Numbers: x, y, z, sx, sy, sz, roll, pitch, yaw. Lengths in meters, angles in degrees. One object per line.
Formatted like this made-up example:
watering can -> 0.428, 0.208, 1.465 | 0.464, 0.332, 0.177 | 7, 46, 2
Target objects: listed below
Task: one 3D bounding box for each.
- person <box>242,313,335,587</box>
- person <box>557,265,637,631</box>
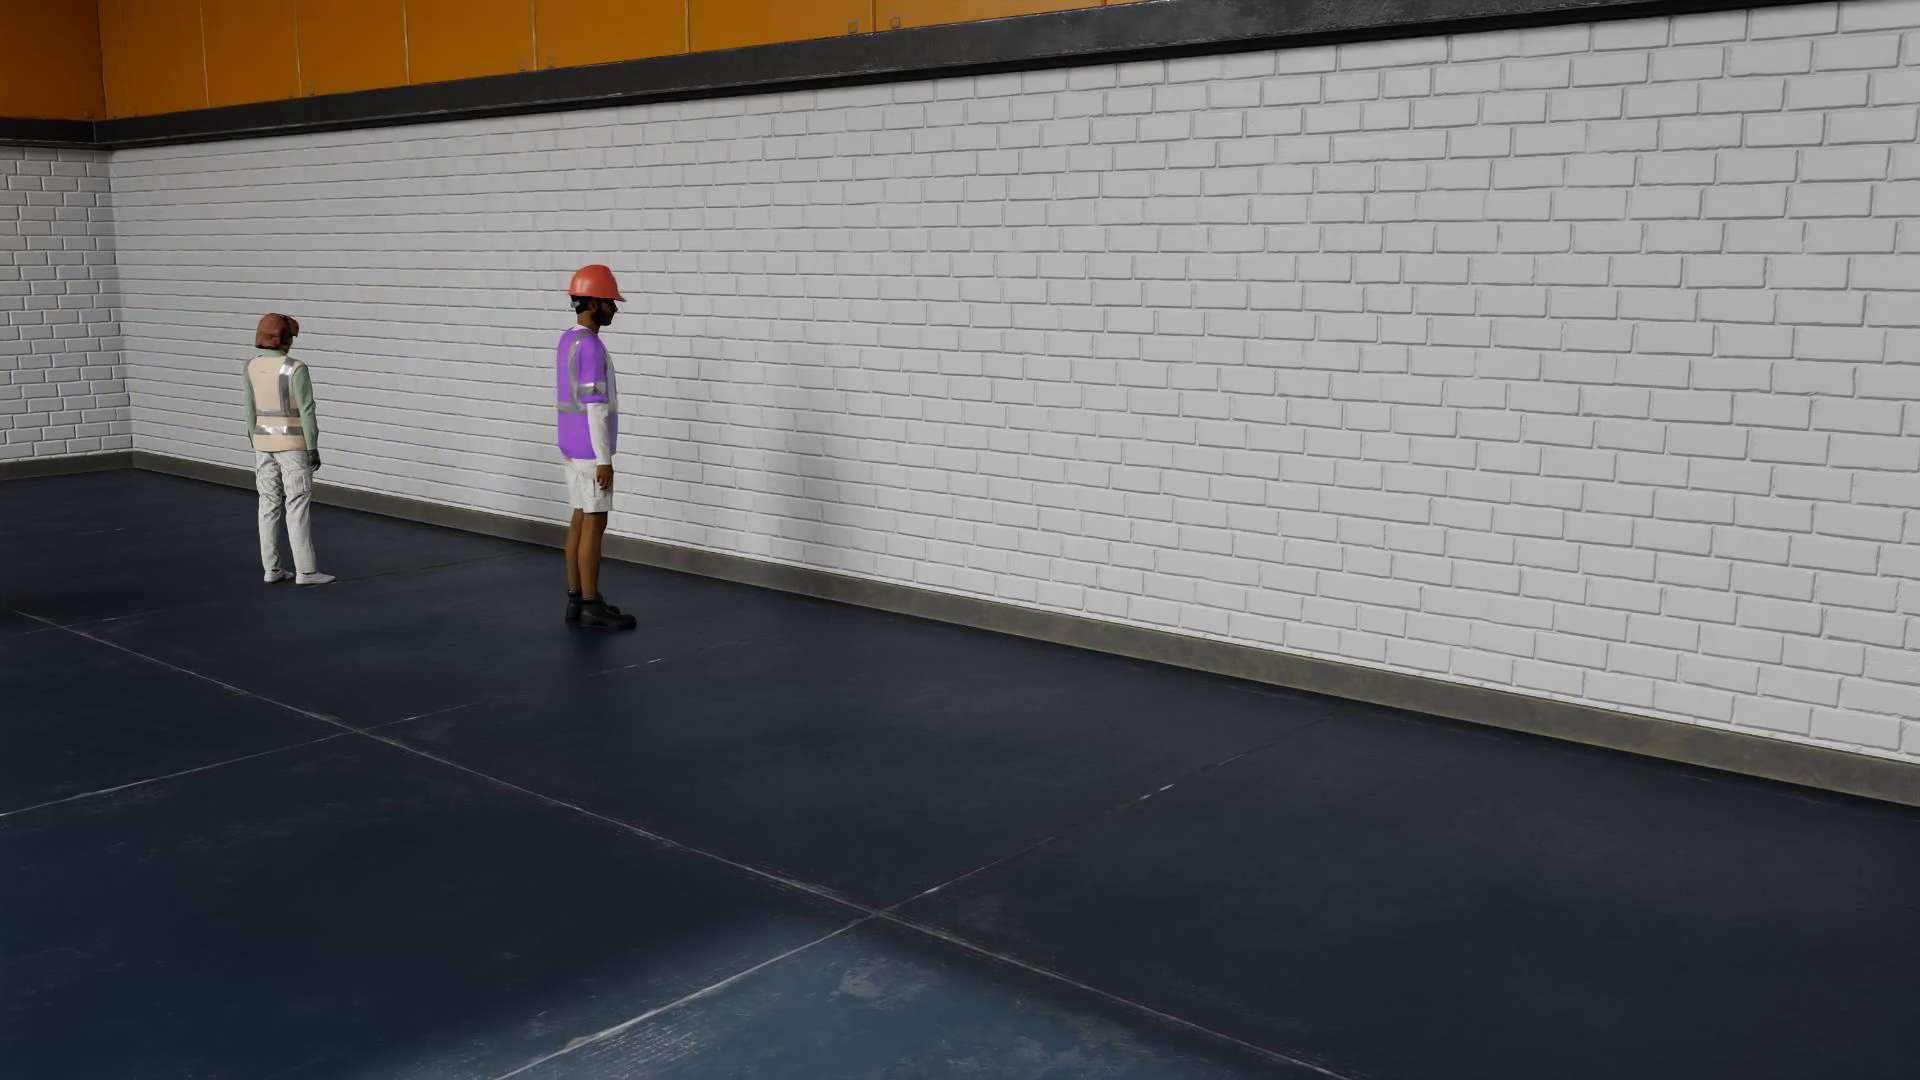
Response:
person -> -4.050, -0.534, 9.966 | 0.511, 1.640, 0.308 | 4, 11, 22
person -> -1.937, -0.487, 8.856 | 0.378, 1.932, 0.551 | -5, 11, -27
